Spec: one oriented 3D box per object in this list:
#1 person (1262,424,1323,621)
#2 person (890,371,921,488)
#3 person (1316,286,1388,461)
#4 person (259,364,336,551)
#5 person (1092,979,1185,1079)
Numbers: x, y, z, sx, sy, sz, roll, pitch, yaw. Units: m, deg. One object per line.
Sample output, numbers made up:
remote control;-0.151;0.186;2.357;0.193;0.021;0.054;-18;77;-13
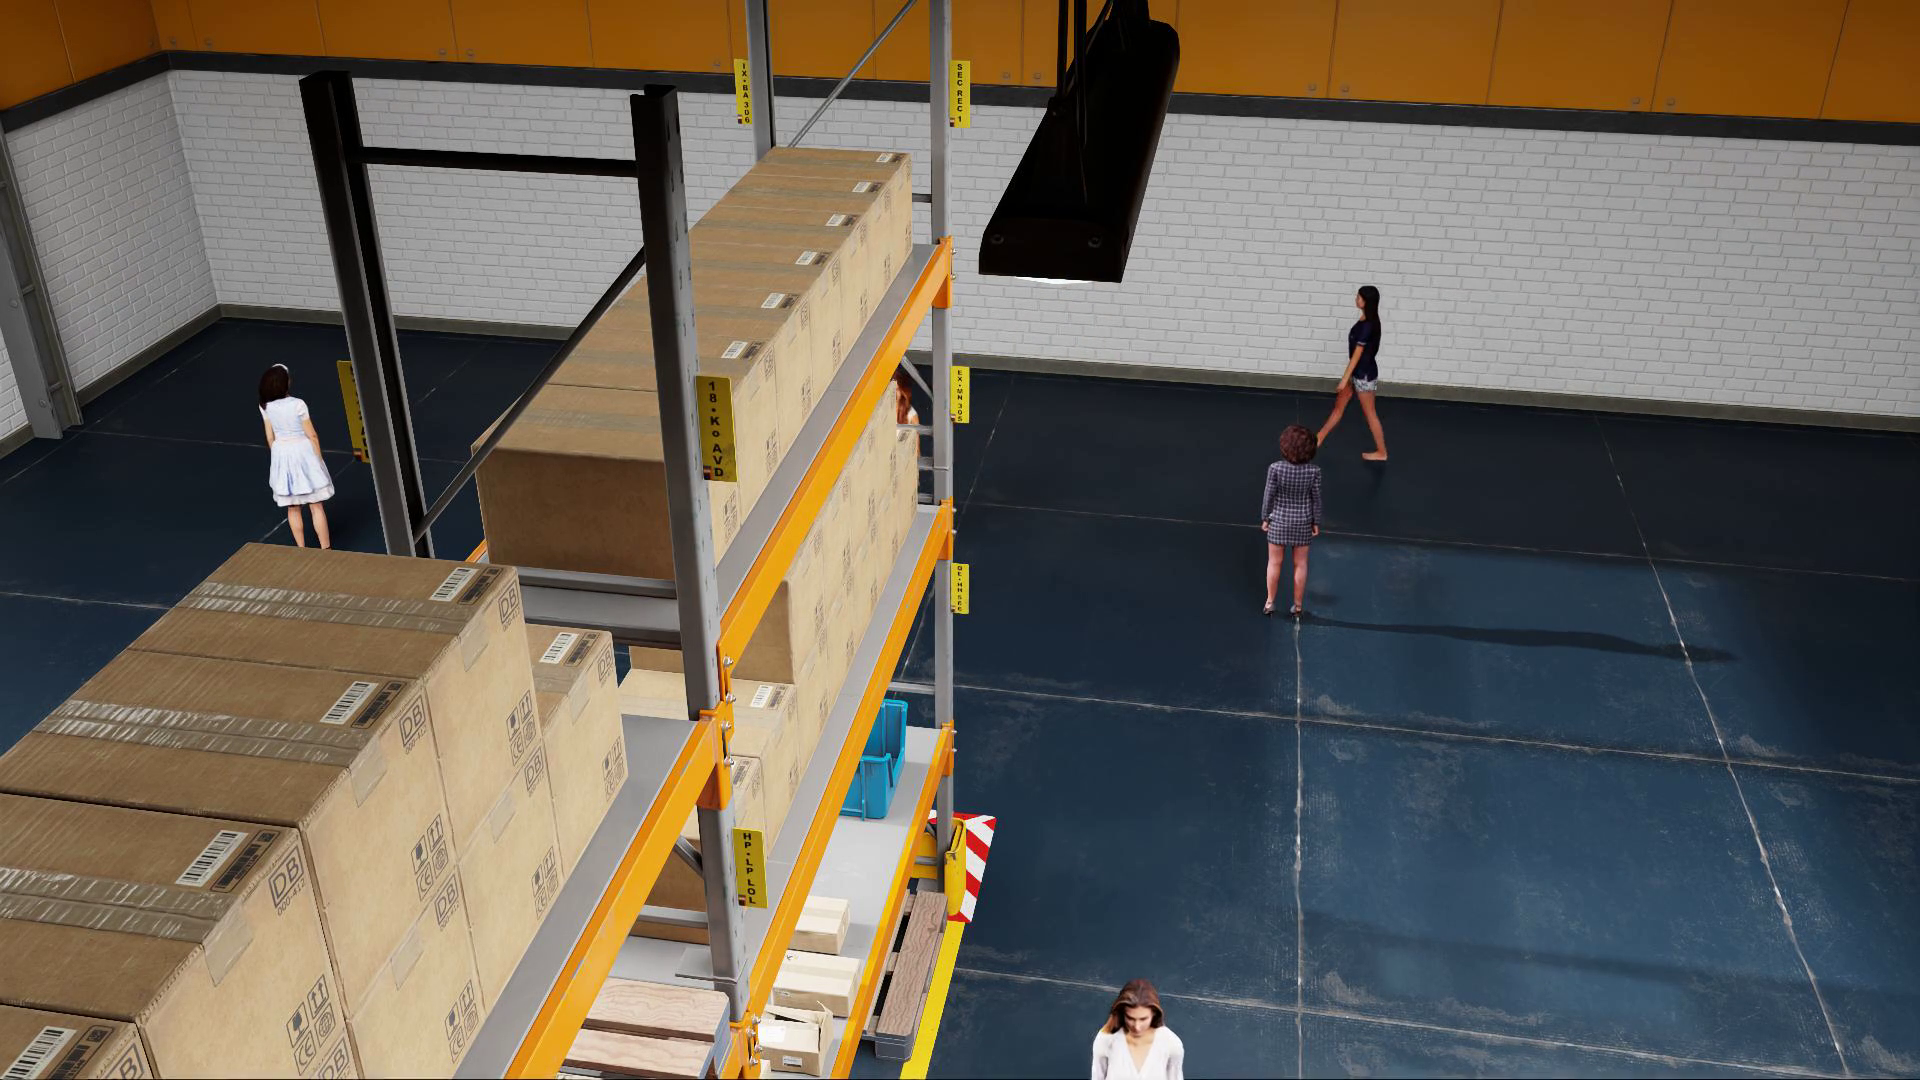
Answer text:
person;2.611;-0.126;13.126;0.598;1.703;0.528;5;29;9
person;-0.485;-0.592;13.919;0.889;1.762;1.101;19;34;31
person;3.871;-1.510;15.649;0.787;1.717;1.079;10;30;17
person;-5.535;-0.615;13.901;0.735;1.819;0.762;1;29;1
person;0.829;2.721;7.903;0.745;1.706;1.160;-1;29;-2
